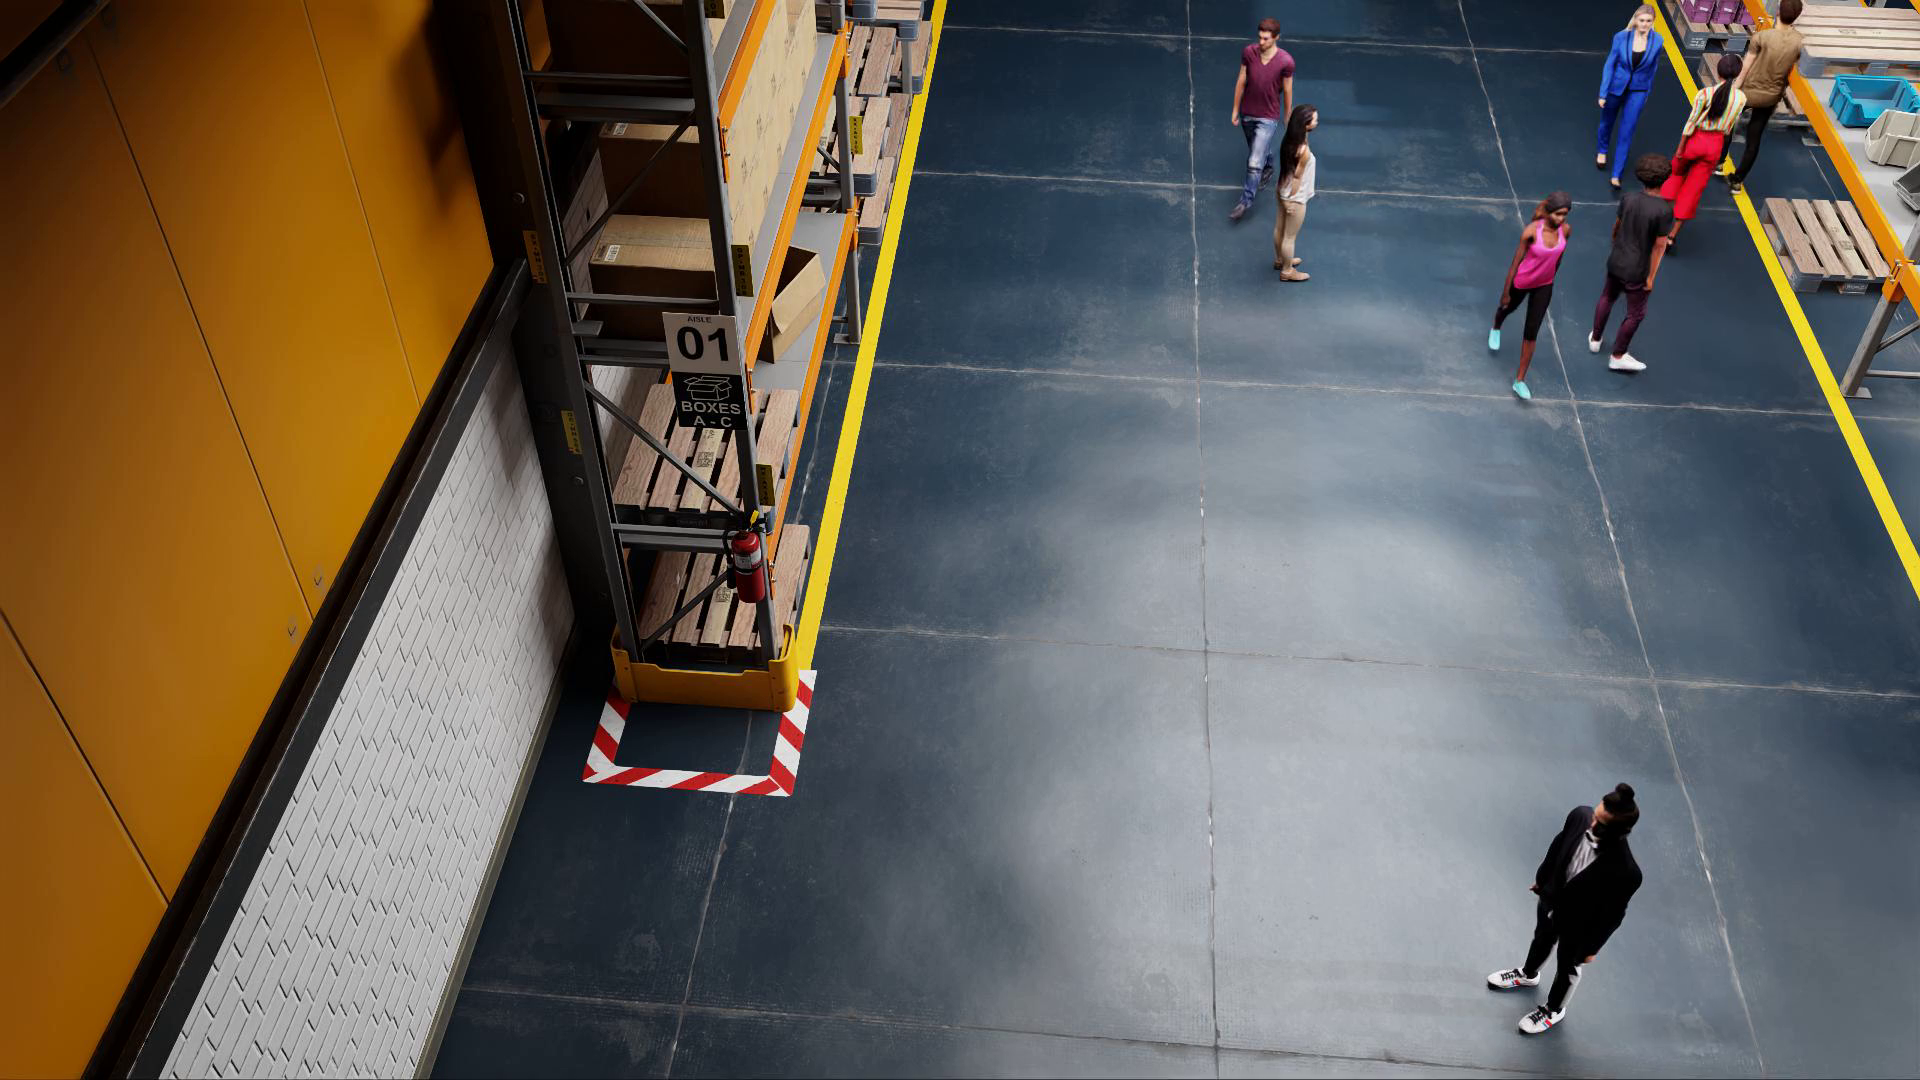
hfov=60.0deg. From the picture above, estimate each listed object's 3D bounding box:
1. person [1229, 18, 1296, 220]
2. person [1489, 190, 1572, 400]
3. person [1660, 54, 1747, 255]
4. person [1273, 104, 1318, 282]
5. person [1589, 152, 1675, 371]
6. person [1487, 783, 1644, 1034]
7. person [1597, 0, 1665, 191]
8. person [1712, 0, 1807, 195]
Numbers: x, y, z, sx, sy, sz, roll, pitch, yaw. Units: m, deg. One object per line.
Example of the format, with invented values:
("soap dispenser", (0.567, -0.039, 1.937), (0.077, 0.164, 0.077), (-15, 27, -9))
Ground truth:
("person", (2.741, -3.870, 14.960), (1.097, 1.803, 1.276), (27, 50, 25))
("person", (4.475, -2.056, 13.156), (0.664, 1.664, 1.197), (1, 44, 1))
("person", (6.401, -3.269, 14.362), (0.637, 1.757, 0.800), (6, 44, 6))
("person", (2.806, -2.934, 14.085), (0.678, 1.653, 0.625), (-27, 50, -25))
("person", (5.353, -2.187, 13.232), (0.988, 1.749, 0.888), (-16, 46, -16))
("person", (3.258, 1.917, 8.772), (0.846, 1.959, 0.687), (-12, 45, -13))
("person", (6.127, -4.177, 15.379), (0.740, 1.669, 1.056), (10, 44, 10))
("person", (7.246, -3.980, 15.052), (0.668, 1.835, 0.801), (3, 44, 3))
